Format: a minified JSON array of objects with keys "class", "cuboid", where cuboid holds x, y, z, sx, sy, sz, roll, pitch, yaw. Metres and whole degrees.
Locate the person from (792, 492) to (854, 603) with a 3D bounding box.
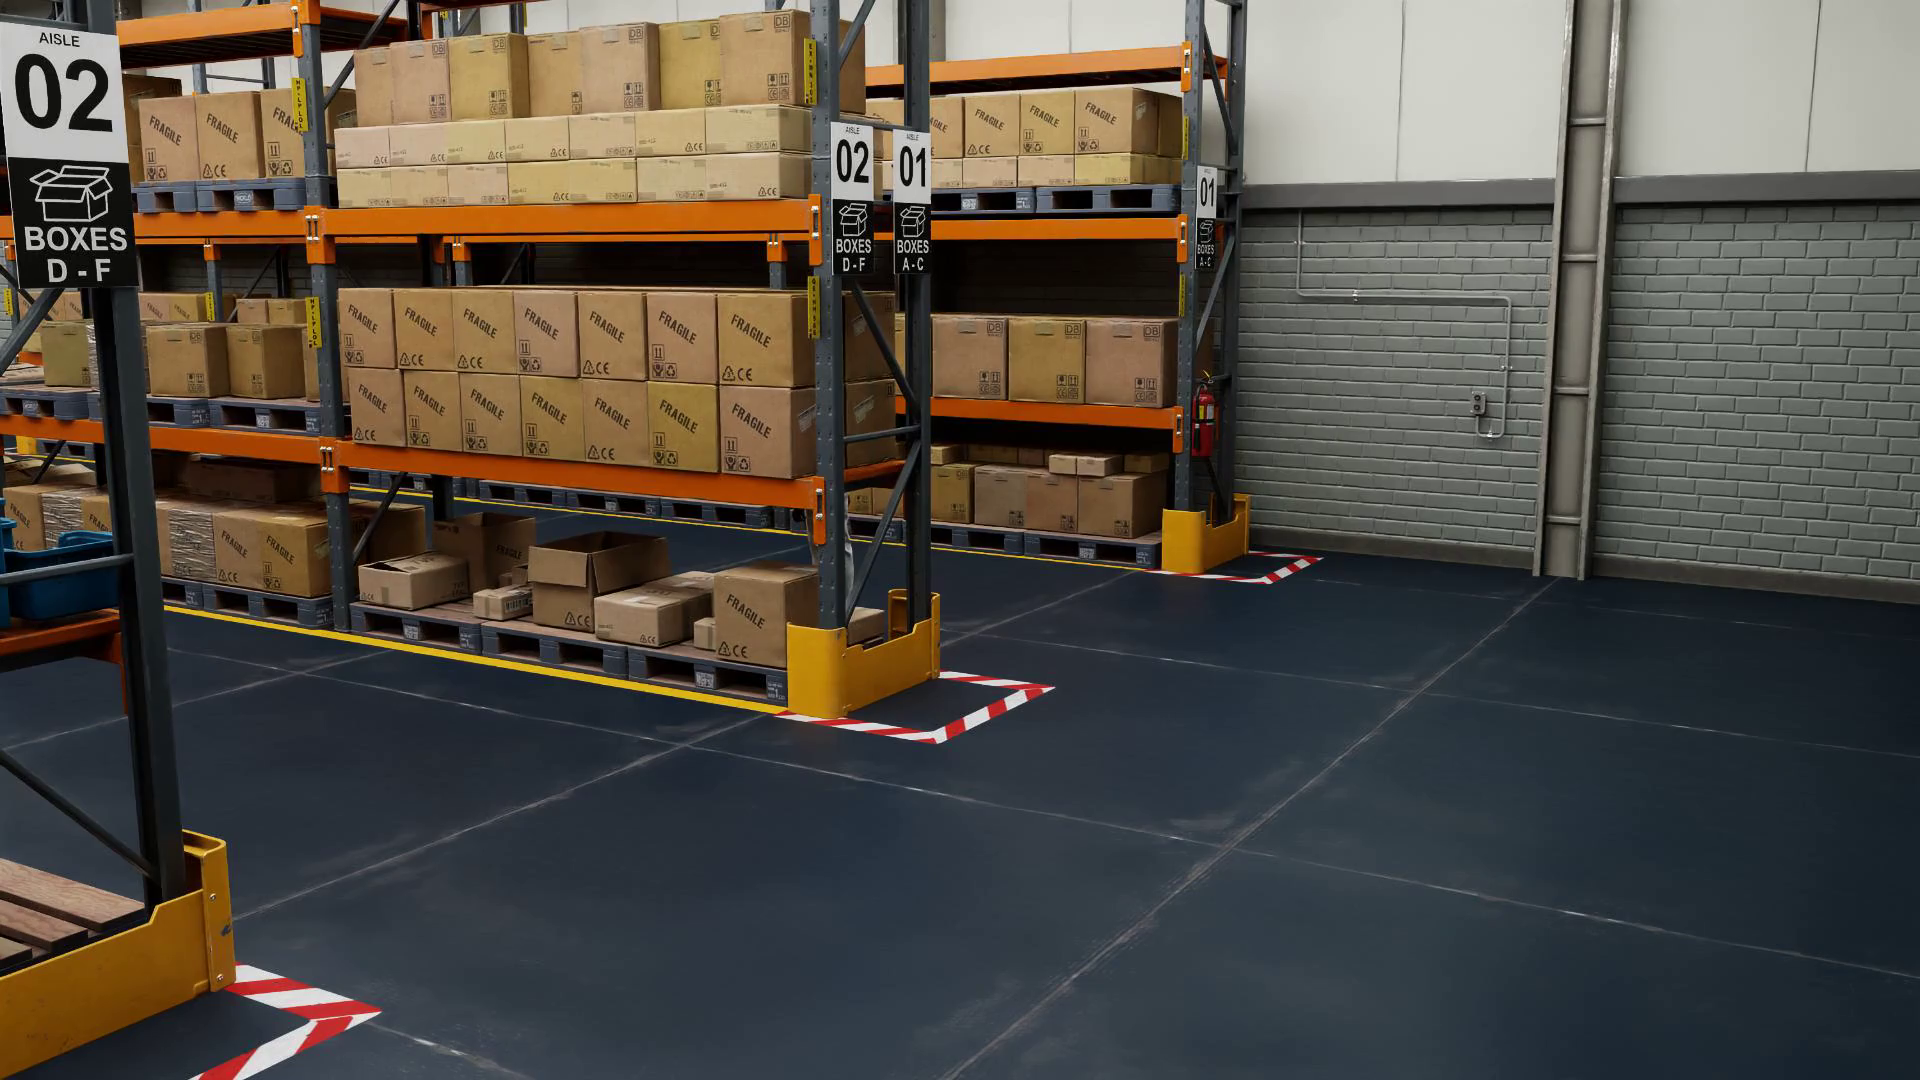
[{"class":"person","cuboid":[-0.921,-0.314,11.241,0.355,1.883,0.573,6,11,31]}]
